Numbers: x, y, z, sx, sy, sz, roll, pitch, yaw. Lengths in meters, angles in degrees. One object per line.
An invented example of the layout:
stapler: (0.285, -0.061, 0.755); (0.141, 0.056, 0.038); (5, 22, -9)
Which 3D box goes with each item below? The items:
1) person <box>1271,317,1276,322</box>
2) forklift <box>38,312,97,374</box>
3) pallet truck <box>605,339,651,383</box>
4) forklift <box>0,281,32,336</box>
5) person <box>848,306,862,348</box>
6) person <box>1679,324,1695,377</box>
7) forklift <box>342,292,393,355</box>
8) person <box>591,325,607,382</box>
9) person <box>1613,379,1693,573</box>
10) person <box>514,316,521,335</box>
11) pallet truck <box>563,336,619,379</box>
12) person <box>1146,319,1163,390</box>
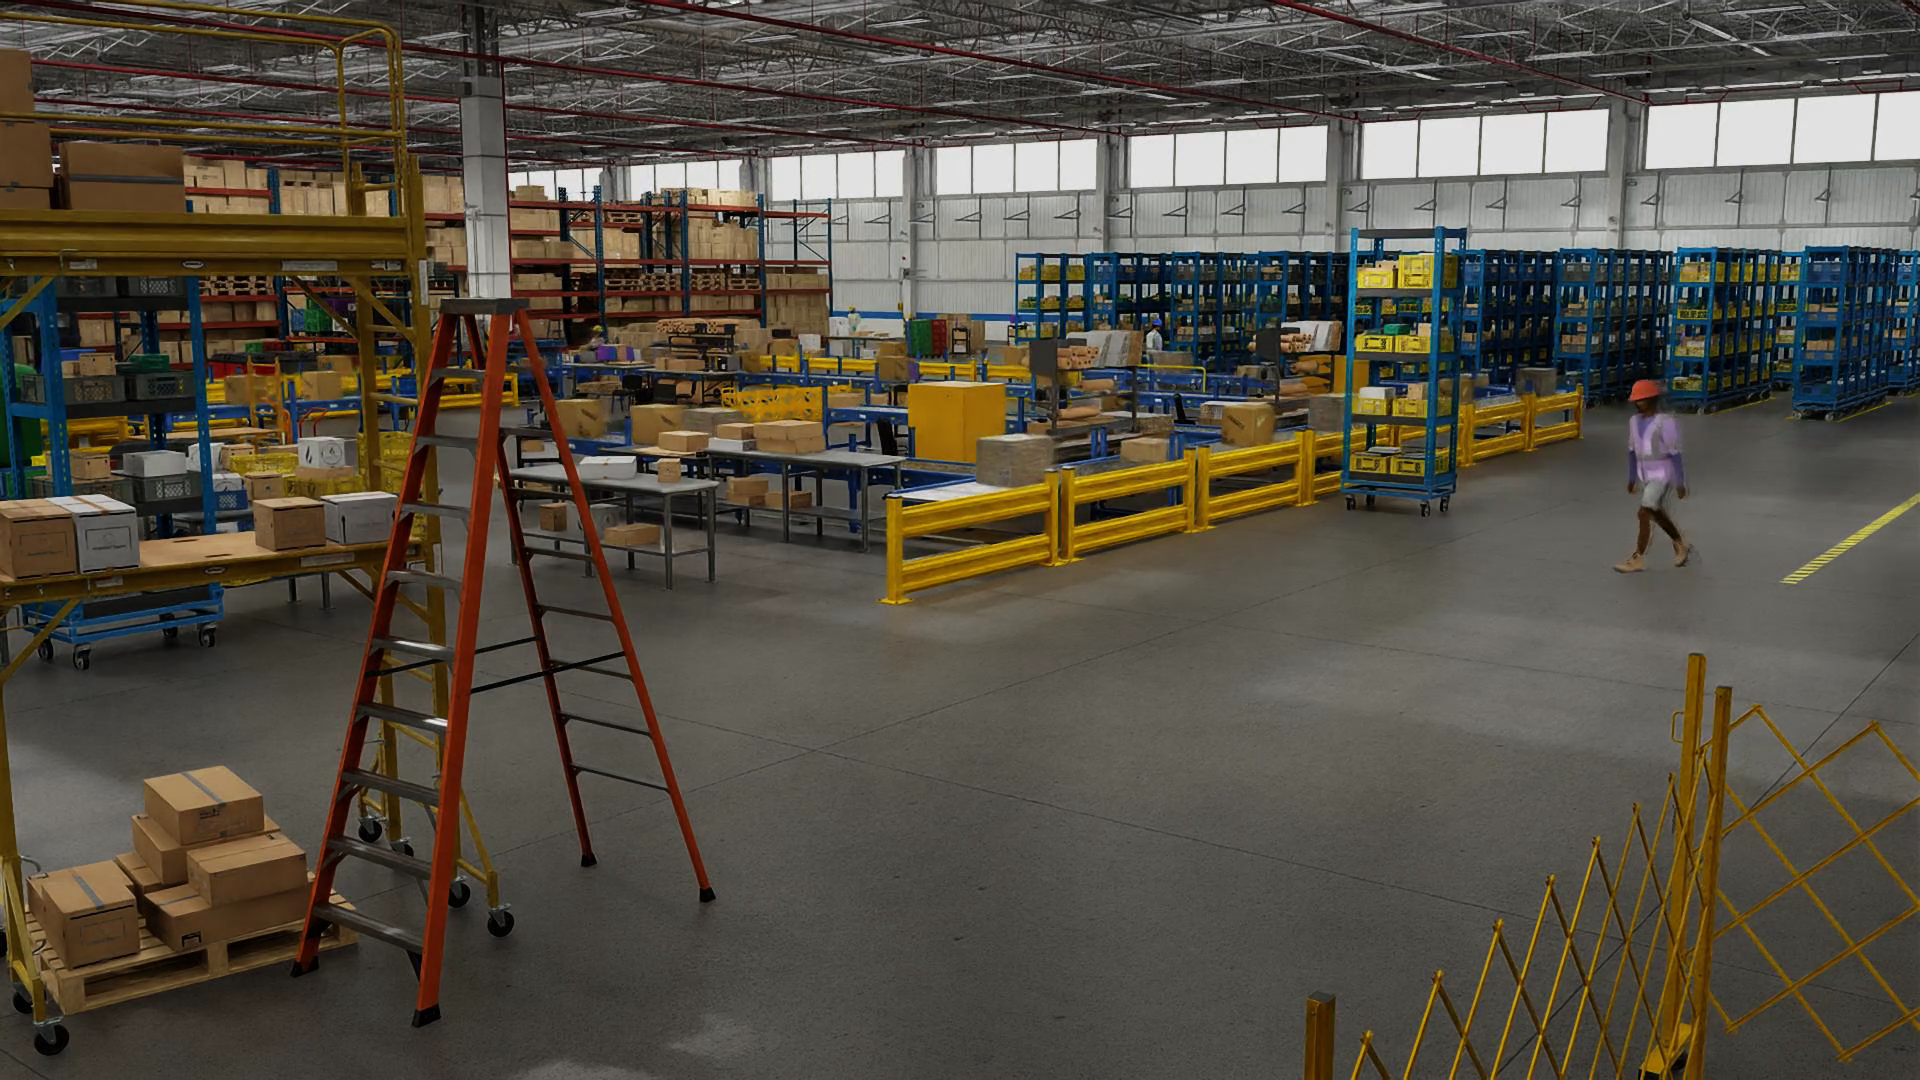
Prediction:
person: (9.496, -5.836, 49.847); (0.870, 1.789, 0.618); (5, 10, 30)
forklift: (-23.294, -5.292, 43.057); (1.873, 2.768, 1.129); (7, 11, 37)
pallet truck: (-8.991, -4.871, 45.351); (0.653, 1.274, 1.630); (7, 11, 37)
forklift: (-25.995, -5.710, 45.667); (1.873, 2.768, 1.129); (7, 11, 36)
person: (-4.289, -8.743, 68.183); (0.599, 1.722, 0.670); (2, 9, 10)
person: (18.437, -4.645, 42.262); (0.395, 1.839, 0.564); (3, 10, 20)
forklift: (-16.485, -5.622, 45.120); (1.129, 2.768, 1.873); (7, 11, 37)
person: (-9.143, -4.566, 42.038); (0.425, 1.750, 0.540); (4, 10, 26)
person: (7.158, -0.659, 16.956); (0.977, 1.993, 0.631); (-3, 9, -16)
person: (-14.397, -6.463, 54.077); (0.556, 1.683, 0.371); (5, 11, 30)
pallet truck: (-10.690, -5.294, 48.215); (1.601, 1.201, 0.680); (-5, 10, -26)
person: (4.760, -4.427, 40.592); (0.402, 1.938, 0.604); (-4, 10, -24)
